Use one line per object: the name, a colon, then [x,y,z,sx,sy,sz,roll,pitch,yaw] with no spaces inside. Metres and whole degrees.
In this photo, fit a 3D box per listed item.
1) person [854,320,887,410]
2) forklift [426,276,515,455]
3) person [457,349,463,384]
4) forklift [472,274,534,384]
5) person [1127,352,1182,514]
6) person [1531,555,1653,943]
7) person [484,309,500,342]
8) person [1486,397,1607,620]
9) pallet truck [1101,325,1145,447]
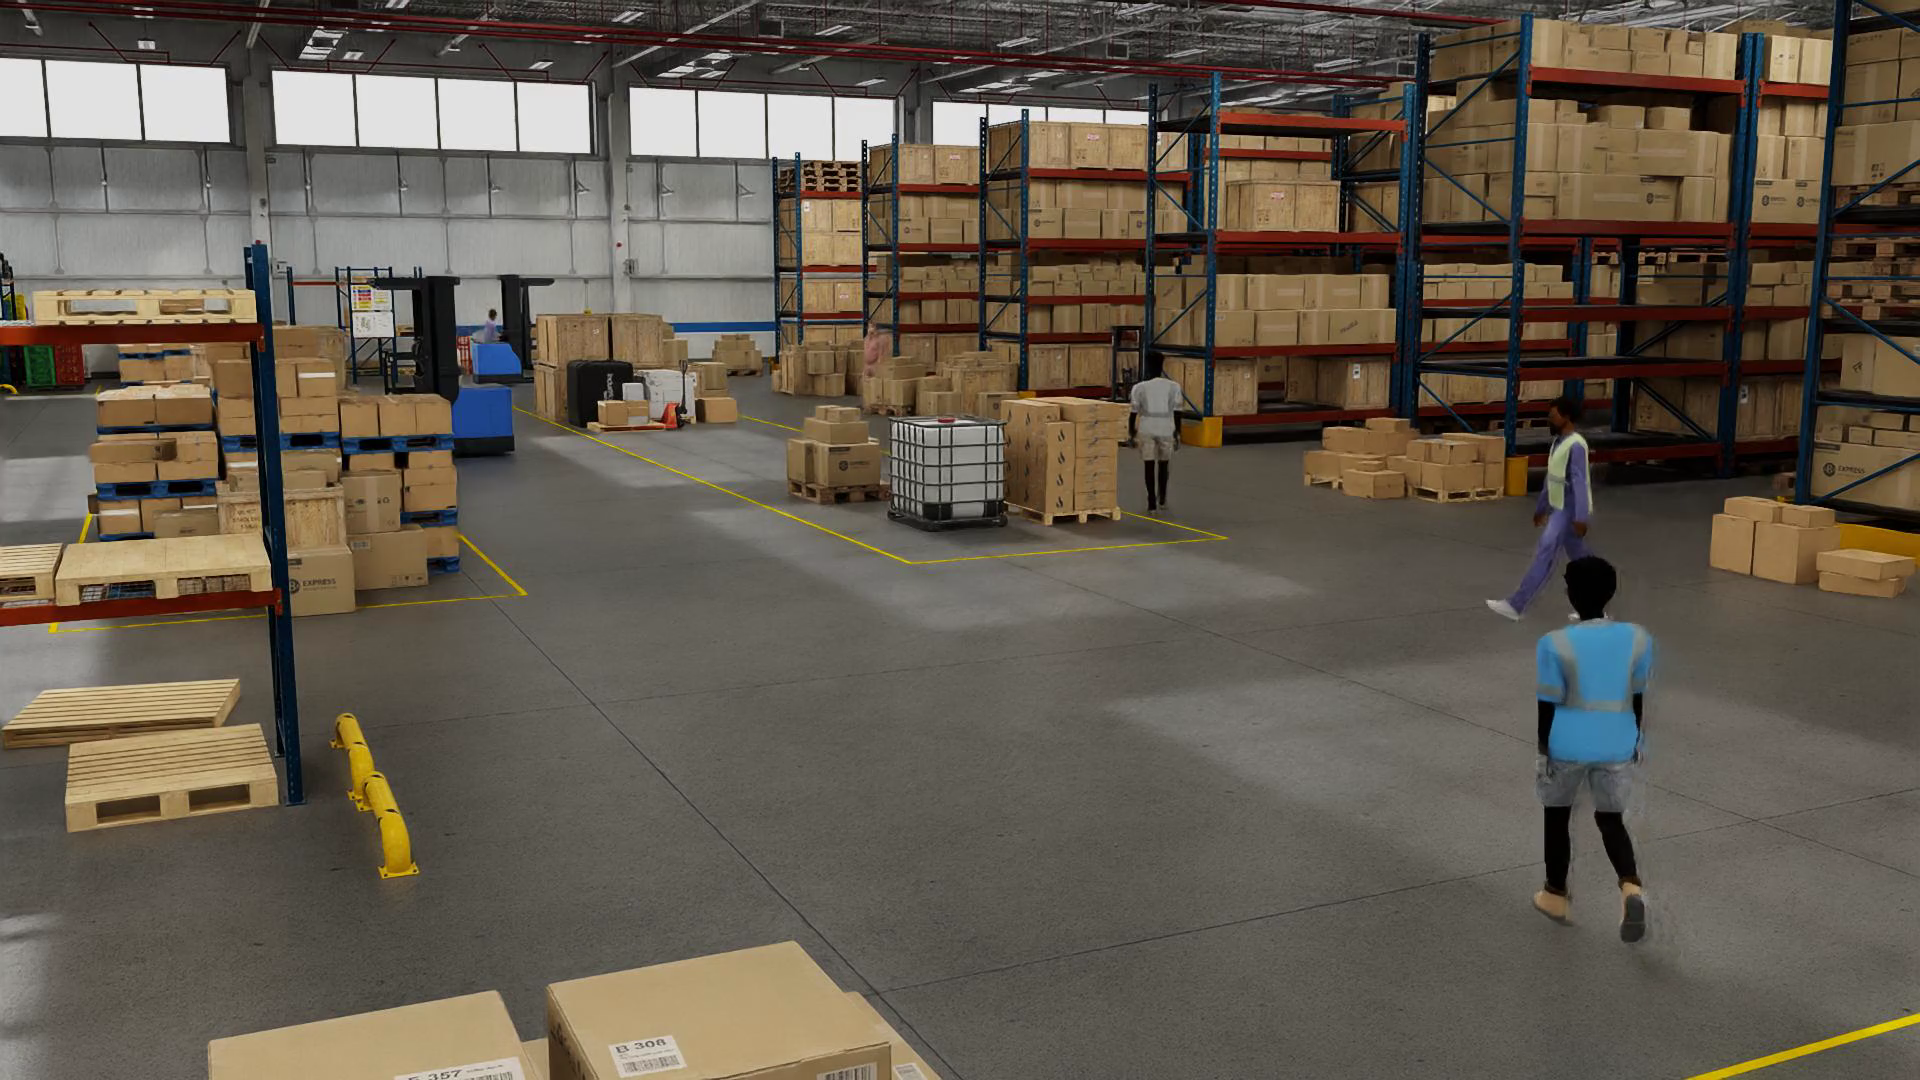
person: [-1.886,-3.617,34.620,0.670,1.876,0.829,9,13,44]
forklift: [-8.069,-2.737,26.069,1.873,2.768,1.129,-4,10,-25]
person: [-8.696,-2.605,27.986,0.624,1.992,0.386,-4,10,-25]
forklift: [-11.434,-5.363,42.358,1.873,2.768,1.129,-4,10,-25]
person: [2.343,-1.298,20.074,0.632,1.928,0.826,0,9,1]
person: [2.740,0.902,7.178,0.529,1.674,0.641,0,9,-2]
person: [-12.432,-5.228,44.505,0.811,1.905,0.649,-2,9,-13]
person: [4.919,-0.246,13.752,1.014,1.860,0.620,1,9,9]
pallet truck: [2.881,-2.596,27.923,0.823,1.965,1.885,-1,9,-7]
